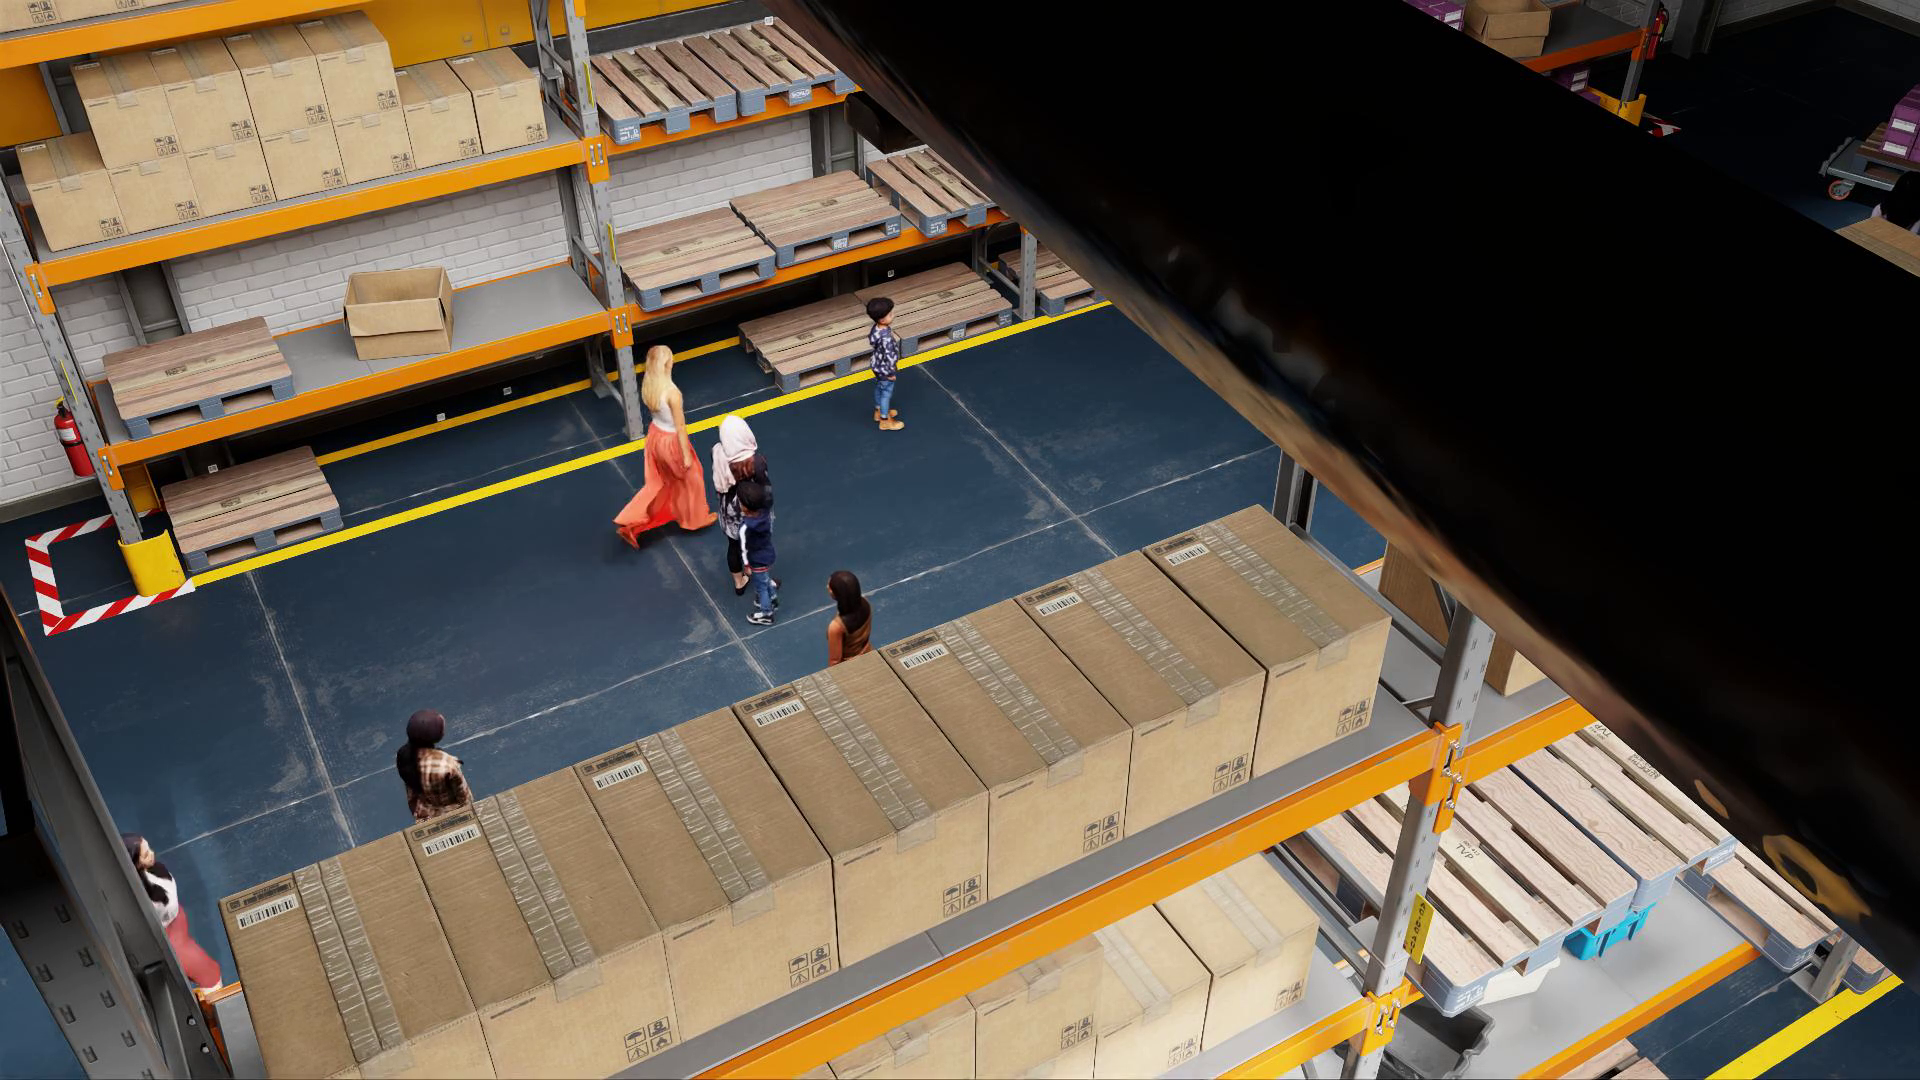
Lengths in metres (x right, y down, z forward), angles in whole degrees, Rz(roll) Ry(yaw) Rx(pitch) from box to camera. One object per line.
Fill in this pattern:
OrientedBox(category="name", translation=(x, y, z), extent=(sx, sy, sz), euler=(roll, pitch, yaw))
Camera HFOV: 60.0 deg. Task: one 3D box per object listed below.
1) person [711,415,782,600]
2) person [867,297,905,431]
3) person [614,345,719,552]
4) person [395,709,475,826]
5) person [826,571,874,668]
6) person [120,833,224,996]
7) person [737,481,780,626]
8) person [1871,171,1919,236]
OrientedBox(category="person", translation=(-1.602, -0.248, 12.340), extent=(0.753, 1.639, 0.803), euler=(13, 40, 16))
OrientedBox(category="person", translation=(-0.649, -1.523, 14.248), extent=(0.542, 1.250, 0.539), euler=(-11, 40, -13))
OrientedBox(category="person", translation=(-2.329, -0.665, 12.756), extent=(1.174, 1.771, 0.781), euler=(-29, 47, -31))
OrientedBox(category="person", translation=(-3.051, 1.744, 9.745), extent=(0.926, 1.764, 1.066), euler=(15, 41, 18))
OrientedBox(category="person", translation=(-0.700, 0.867, 10.907), extent=(0.701, 1.683, 0.601), euler=(19, 42, 22))
OrientedBox(category="person", translation=(-4.419, 2.241, 9.151), extent=(0.985, 1.728, 0.641), euler=(-16, 41, -19))
OrientedBox(category="person", translation=(-1.468, 0.103, 12.241), extent=(0.653, 1.214, 0.571), euler=(13, 41, 16))
OrientedBox(category="person", translation=(8.391, -2.546, 15.139), extent=(0.668, 1.736, 0.741), euler=(7, 39, 9))
